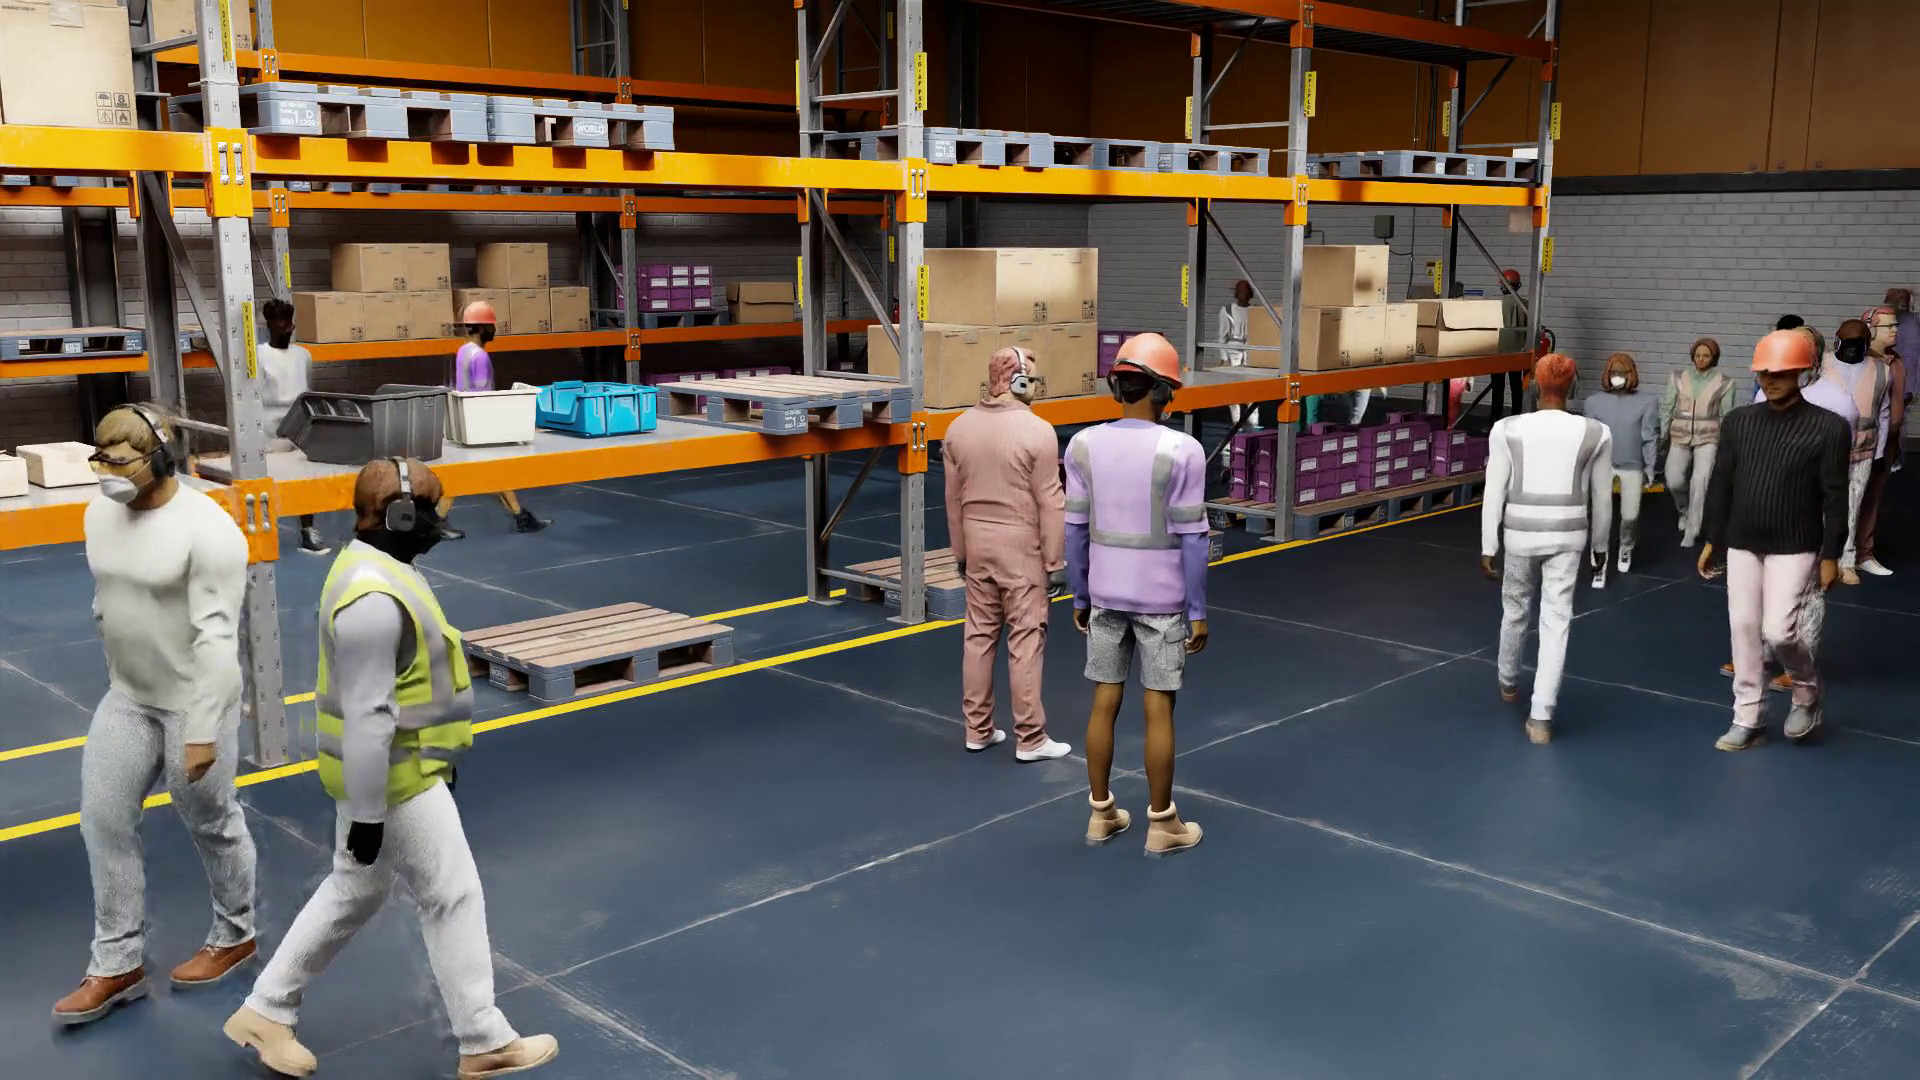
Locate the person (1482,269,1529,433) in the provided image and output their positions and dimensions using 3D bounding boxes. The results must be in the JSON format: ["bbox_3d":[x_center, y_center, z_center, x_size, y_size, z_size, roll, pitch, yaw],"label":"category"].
[{"bbox_3d":[6.639,-2.277,20.181,0.611,1.997,0.375,-2,11,-12],"label":"person"}]

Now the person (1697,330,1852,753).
[{"bbox_3d":[3.778,0.013,7.733,0.478,1.975,0.626,-7,12,-33],"label":"person"}]

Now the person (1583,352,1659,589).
[{"bbox_3d":[4.567,-0.503,11.552,0.499,1.609,0.738,4,11,21],"label":"person"}]

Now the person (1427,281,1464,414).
[{"bbox_3d":[5.676,-2.055,19.306,0.620,1.879,0.635,-2,11,-12],"label":"person"}]

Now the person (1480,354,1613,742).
[{"bbox_3d":[2.880,0.004,8.187,0.606,1.828,0.985,3,11,17],"label":"person"}]

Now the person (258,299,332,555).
[{"bbox_3d":[-5.168,-0.861,12.612,0.820,1.942,0.613,6,12,32],"label":"person"}]

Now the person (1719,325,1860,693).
[{"bbox_3d":[4.408,-0.167,8.834,0.372,1.940,0.630,-4,11,-22],"label":"person"}]

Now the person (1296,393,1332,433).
[{"bbox_3d":[3.571,-1.594,17.179,0.528,1.729,0.862,3,11,15],"label":"person"}]

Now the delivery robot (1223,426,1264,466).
[{"bbox_3d":[2.888,-0.859,16.129,0.707,0.478,0.477,-7,13,-35],"label":"delivery robot"}]

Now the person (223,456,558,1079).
[{"bbox_3d":[-1.692,0.662,4.736,0.886,1.801,0.638,-4,11,-20],"label":"person"}]

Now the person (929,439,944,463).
[{"bbox_3d":[-0.204,-1.716,17.624,0.418,1.818,0.599,-7,12,-32],"label":"person"}]

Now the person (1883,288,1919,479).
[{"bbox_3d":[9.132,-1.525,16.372,0.483,1.887,0.662,3,11,15],"label":"person"}]

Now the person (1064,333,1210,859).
[{"bbox_3d":[0.701,0.218,6.475,0.605,2.034,0.387,7,12,33],"label":"person"}]

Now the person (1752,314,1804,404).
[{"bbox_3d":[7.940,-1.393,16.313,0.553,1.653,0.812,-4,11,-19],"label":"person"}]

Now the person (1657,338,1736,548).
[{"bbox_3d":[5.746,-0.769,12.970,0.532,1.619,0.579,7,13,35],"label":"person"}]

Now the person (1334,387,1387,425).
[{"bbox_3d":[4.309,-1.636,17.813,0.892,1.583,0.519,-9,14,-40],"label":"person"}]

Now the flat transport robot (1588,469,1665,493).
[{"bbox_3d":[6.121,-0.652,16.028,0.652,0.197,1.431,-1,10,-6],"label":"flat transport robot"}]

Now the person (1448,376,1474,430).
[{"bbox_3d":[5.268,-1.695,17.786,0.596,1.723,0.651,-10,15,-44],"label":"person"}]

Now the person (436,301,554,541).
[{"bbox_3d":[-3.799,-0.938,13.189,1.022,1.885,0.562,-5,11,-25],"label":"person"}]

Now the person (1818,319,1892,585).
[{"bbox_3d":[6.077,-0.603,11.496,0.619,1.838,0.430,2,11,13],"label":"person"}]

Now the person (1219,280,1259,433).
[{"bbox_3d":[3.438,-2.208,20.188,0.577,1.850,0.869,0,10,-1],"label":"person"}]

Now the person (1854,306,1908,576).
[{"bbox_3d":[6.394,-0.679,11.703,0.645,1.913,0.409,-5,11,-23],"label":"person"}]

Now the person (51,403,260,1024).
[{"bbox_3d":[-2.479,0.539,5.068,0.641,1.903,0.816,4,11,22],"label":"person"}]

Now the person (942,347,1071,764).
[{"bbox_3d":[0.238,0.070,7.648,0.636,1.903,0.404,9,13,39],"label":"person"}]
